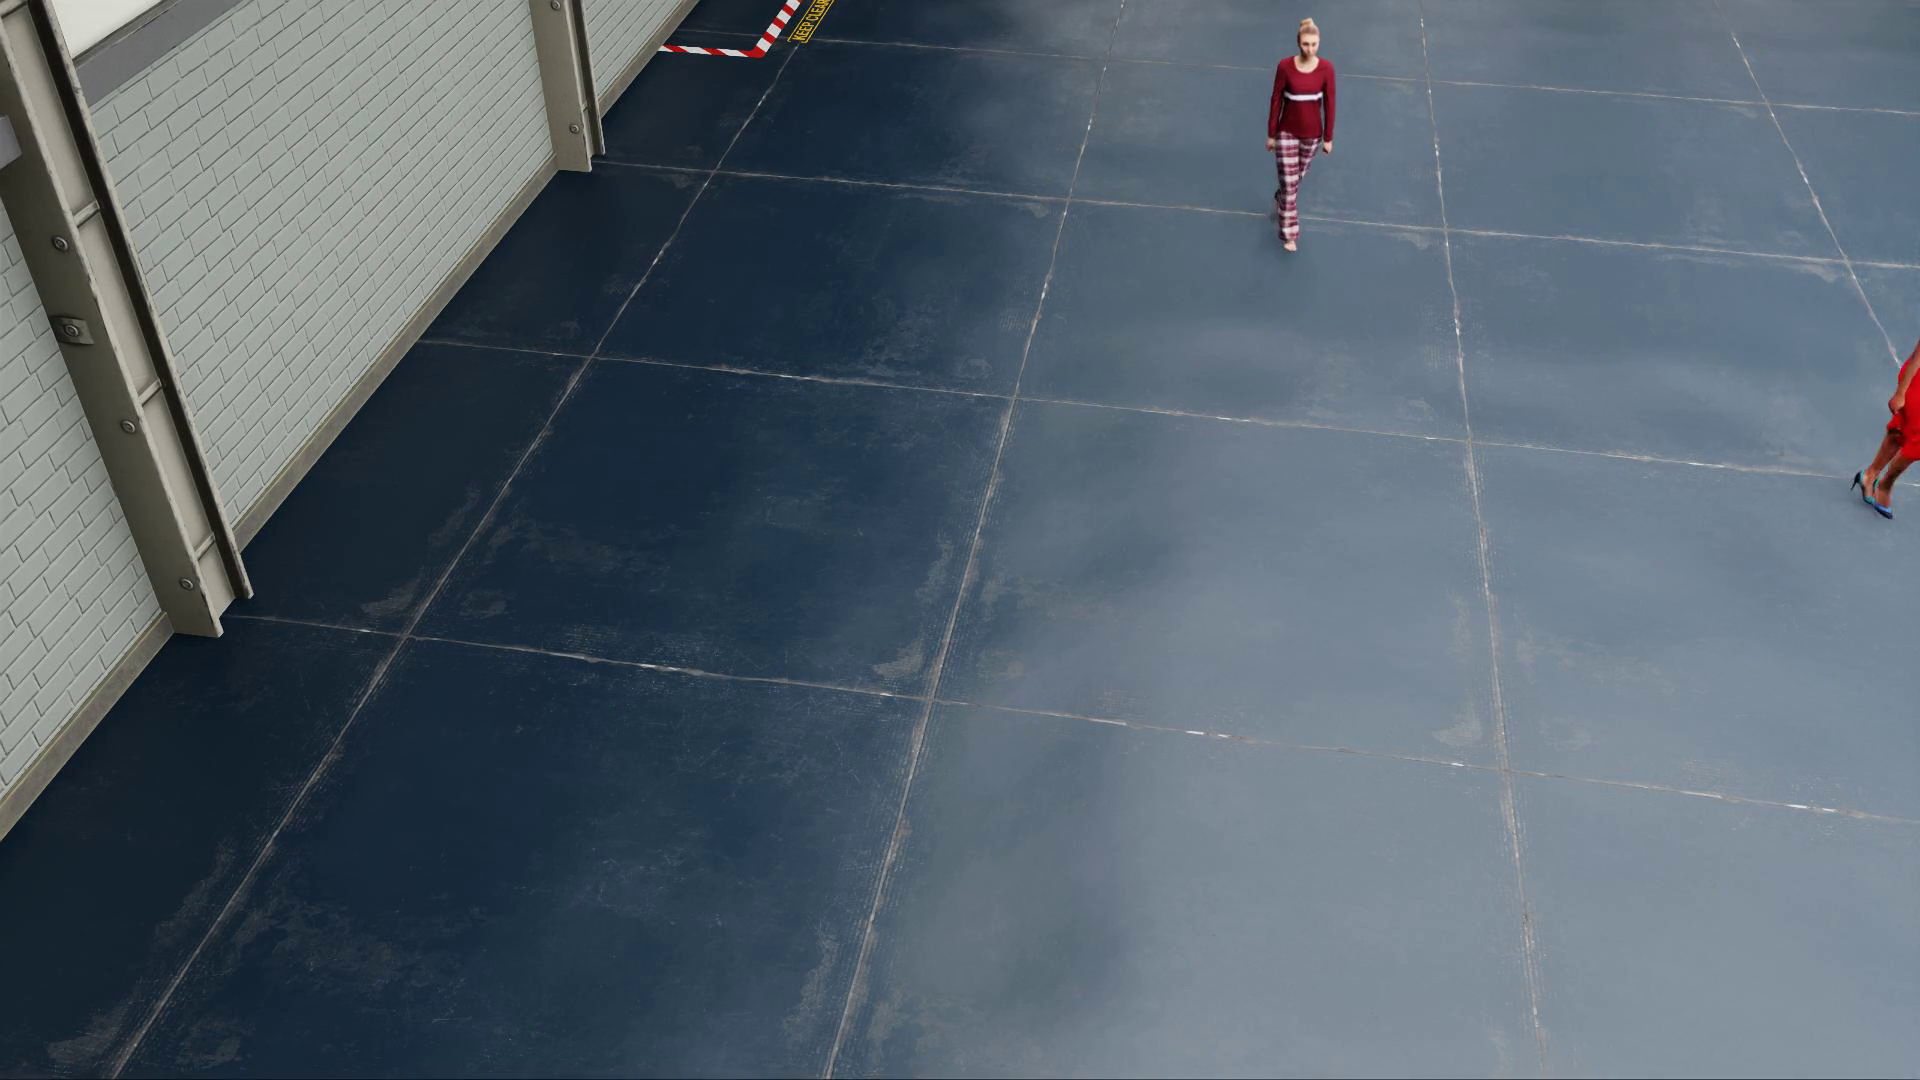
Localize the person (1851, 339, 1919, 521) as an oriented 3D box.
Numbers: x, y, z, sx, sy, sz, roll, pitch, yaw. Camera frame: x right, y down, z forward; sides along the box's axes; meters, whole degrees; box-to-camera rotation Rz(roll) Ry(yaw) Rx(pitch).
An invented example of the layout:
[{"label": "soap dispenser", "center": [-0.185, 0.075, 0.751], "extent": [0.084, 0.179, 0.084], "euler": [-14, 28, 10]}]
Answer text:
[{"label": "person", "center": [5.620, -0.941, 9.811], "extent": [0.748, 1.730, 0.800], "euler": [-17, 41, -20]}]

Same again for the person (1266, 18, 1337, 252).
[{"label": "person", "center": [2.568, -3.111, 12.644], "extent": [0.775, 1.655, 1.081], "euler": [-1, 38, -1]}]
